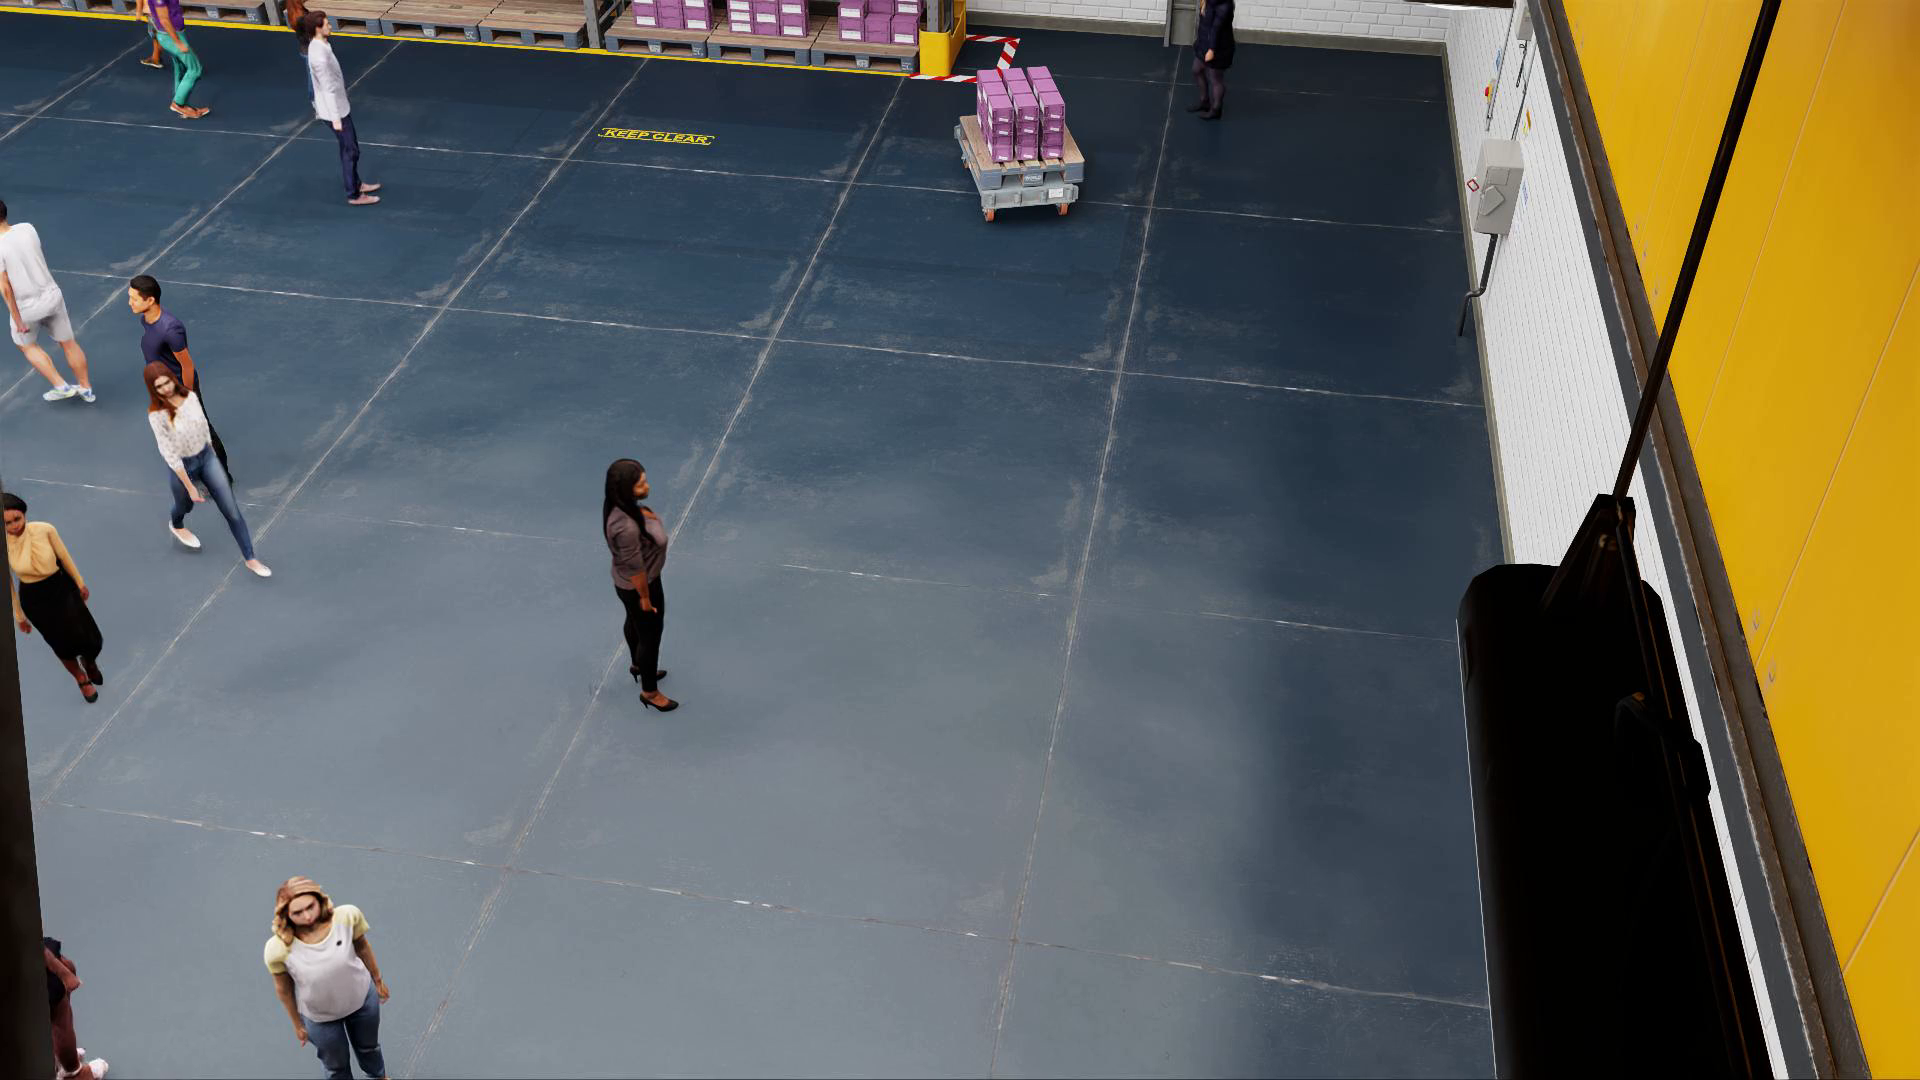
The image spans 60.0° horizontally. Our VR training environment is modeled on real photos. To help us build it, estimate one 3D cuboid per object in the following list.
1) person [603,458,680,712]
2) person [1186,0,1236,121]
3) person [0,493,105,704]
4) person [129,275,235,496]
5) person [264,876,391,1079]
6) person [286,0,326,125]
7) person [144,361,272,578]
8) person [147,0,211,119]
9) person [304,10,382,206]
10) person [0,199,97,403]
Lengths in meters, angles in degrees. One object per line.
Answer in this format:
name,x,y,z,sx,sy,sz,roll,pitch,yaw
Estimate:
person,-2.013,0.276,10.341,0.752,1.840,0.741,-12,40,-14
person,2.734,-5.165,17.293,0.764,1.666,0.758,-7,39,-8
person,-5.704,0.347,10.408,0.739,1.644,0.795,-27,46,-29
person,-5.707,-1.151,12.164,0.654,1.793,0.779,28,47,31
person,-3.002,2.219,8.002,0.710,1.723,0.747,-29,47,-31
person,-6.773,-5.091,17.347,0.693,1.483,0.624,-25,45,-28
person,-5.352,-0.507,11.447,1.252,1.683,0.905,21,43,25
person,-8.258,-5.199,17.268,0.795,1.749,0.761,-8,39,-10
person,-6.003,-4.101,15.816,0.848,1.846,0.840,-13,40,-15
person,-7.148,-1.840,12.995,0.744,1.833,0.791,17,42,20
